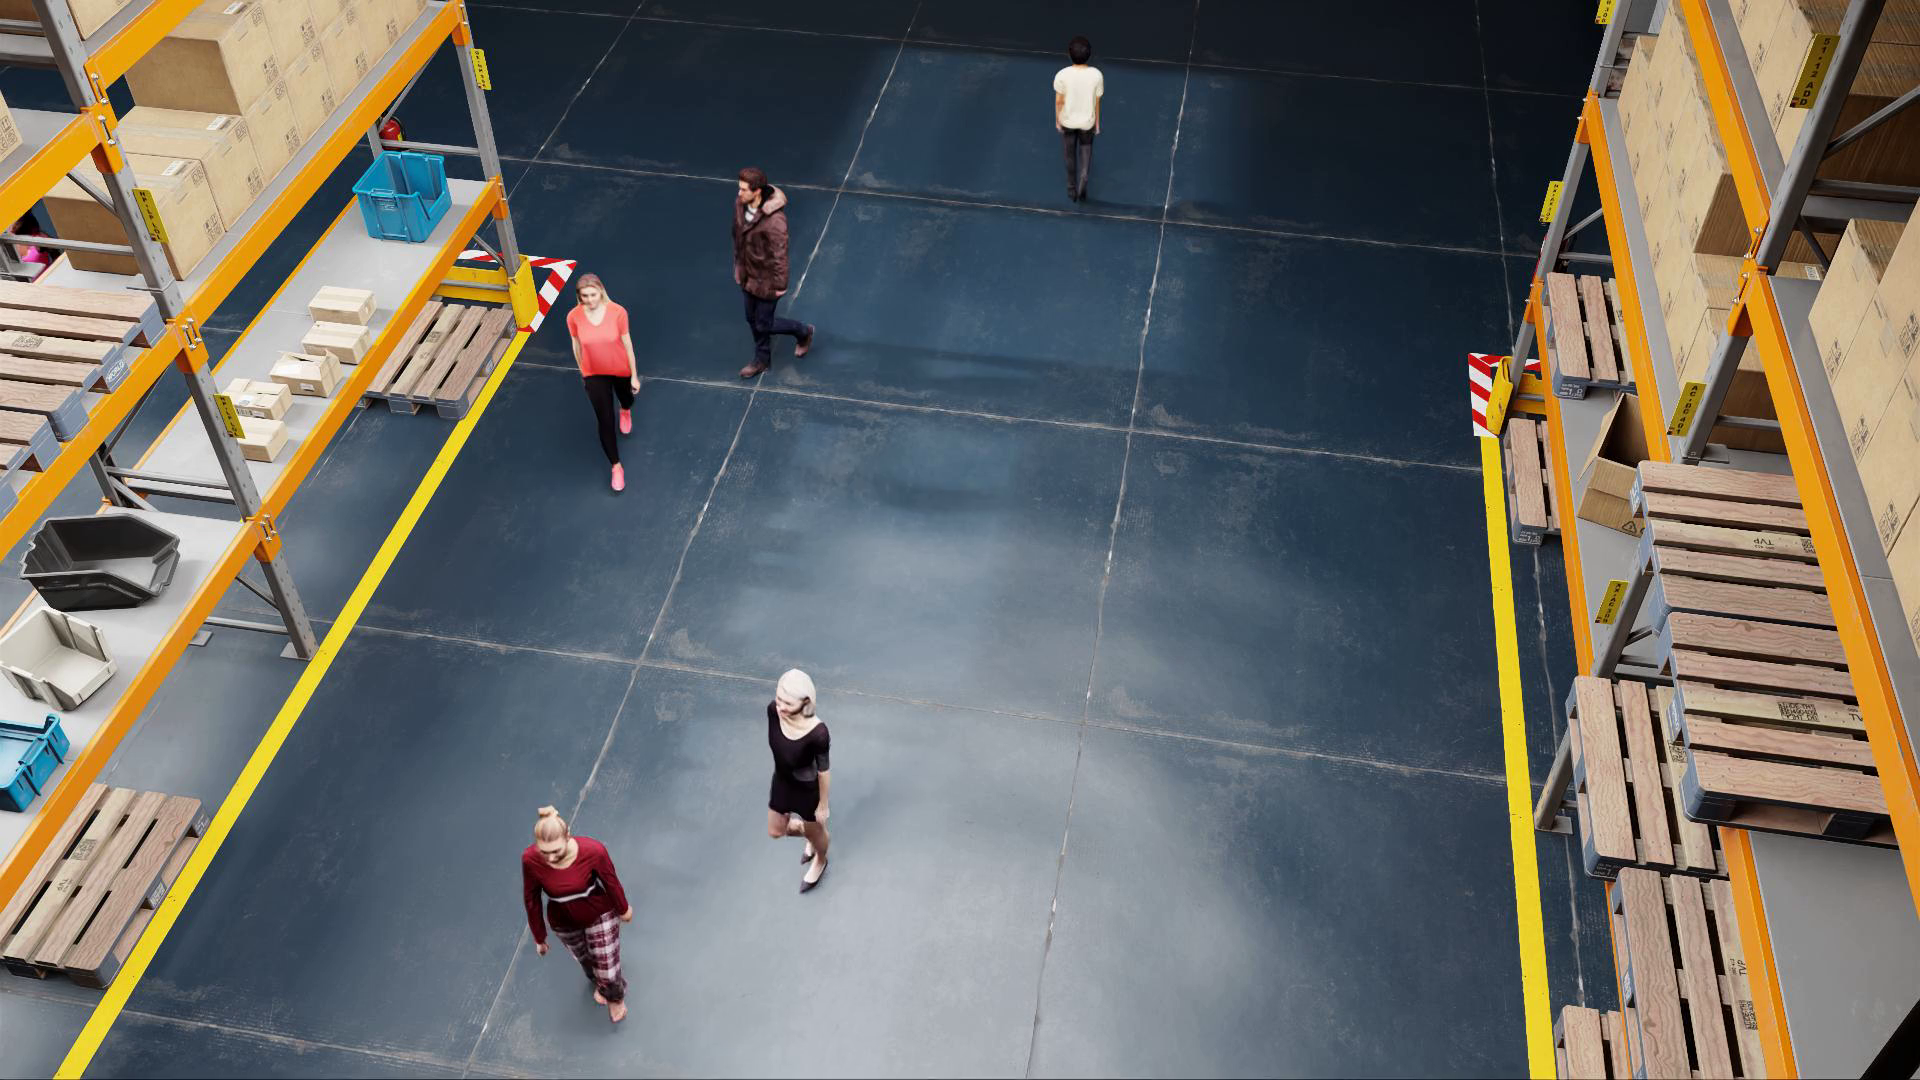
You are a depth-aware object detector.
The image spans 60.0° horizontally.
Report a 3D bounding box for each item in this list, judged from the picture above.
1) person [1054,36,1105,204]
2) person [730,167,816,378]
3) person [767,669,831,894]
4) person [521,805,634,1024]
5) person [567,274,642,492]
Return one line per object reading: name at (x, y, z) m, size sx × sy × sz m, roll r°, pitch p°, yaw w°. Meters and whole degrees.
person at (1.052, -3.669, 14.735) m, size 0.672 × 1.578 × 0.689 m, roll -2°, pitch 44°, yaw -2°
person at (-1.473, -2.088, 12.890) m, size 1.083 × 1.834 × 1.016 m, roll -29°, pitch 51°, yaw -27°
person at (-0.830, 1.313, 9.331) m, size 0.705 × 1.819 × 0.753 m, roll 24°, pitch 49°, yaw 23°
person at (-1.999, 1.912, 8.796) m, size 0.753 × 1.690 × 0.768 m, roll -5°, pitch 44°, yaw -5°
person at (-2.554, -1.263, 12.152) m, size 0.886 × 1.657 × 1.209 m, roll -8°, pitch 44°, yaw -9°
